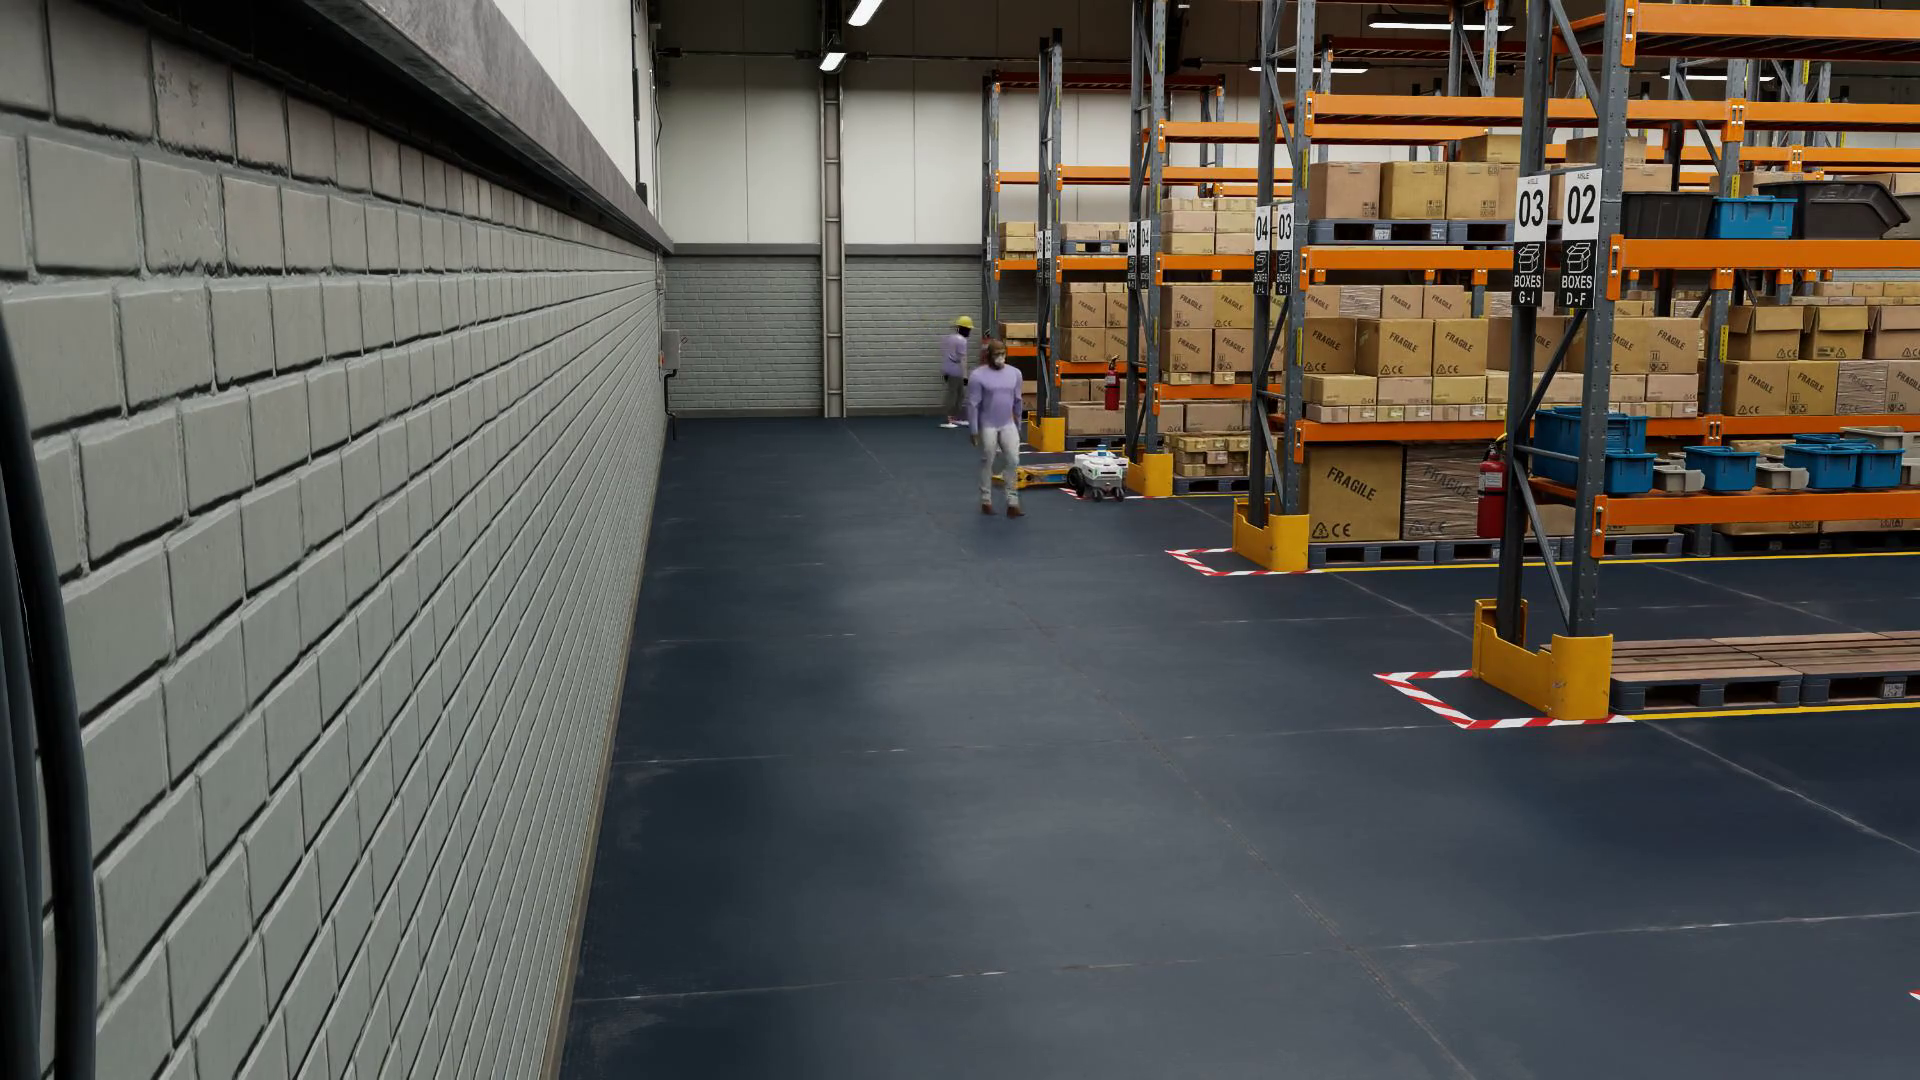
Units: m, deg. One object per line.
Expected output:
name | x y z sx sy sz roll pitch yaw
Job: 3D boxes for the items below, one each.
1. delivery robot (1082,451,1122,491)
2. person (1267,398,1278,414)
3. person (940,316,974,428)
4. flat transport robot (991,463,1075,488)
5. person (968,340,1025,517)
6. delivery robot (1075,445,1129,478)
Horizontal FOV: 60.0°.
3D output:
delivery robot | 1.647 -0.791 19.305 0.477 0.478 0.707 -1 9 -8
person | 4.108 -1.964 22.494 0.816 1.969 0.624 -1 9 -6
person | -0.001 -2.821 28.026 0.760 1.878 0.589 -2 9 -11
flat transport robot | 1.144 -0.812 20.596 1.431 0.197 0.652 -4 10 -21
person | 0.427 -1.180 17.821 0.667 1.904 0.852 -4 10 -21
delivery robot | 1.704 -0.903 19.998 0.477 0.478 0.707 -7 11 -35
